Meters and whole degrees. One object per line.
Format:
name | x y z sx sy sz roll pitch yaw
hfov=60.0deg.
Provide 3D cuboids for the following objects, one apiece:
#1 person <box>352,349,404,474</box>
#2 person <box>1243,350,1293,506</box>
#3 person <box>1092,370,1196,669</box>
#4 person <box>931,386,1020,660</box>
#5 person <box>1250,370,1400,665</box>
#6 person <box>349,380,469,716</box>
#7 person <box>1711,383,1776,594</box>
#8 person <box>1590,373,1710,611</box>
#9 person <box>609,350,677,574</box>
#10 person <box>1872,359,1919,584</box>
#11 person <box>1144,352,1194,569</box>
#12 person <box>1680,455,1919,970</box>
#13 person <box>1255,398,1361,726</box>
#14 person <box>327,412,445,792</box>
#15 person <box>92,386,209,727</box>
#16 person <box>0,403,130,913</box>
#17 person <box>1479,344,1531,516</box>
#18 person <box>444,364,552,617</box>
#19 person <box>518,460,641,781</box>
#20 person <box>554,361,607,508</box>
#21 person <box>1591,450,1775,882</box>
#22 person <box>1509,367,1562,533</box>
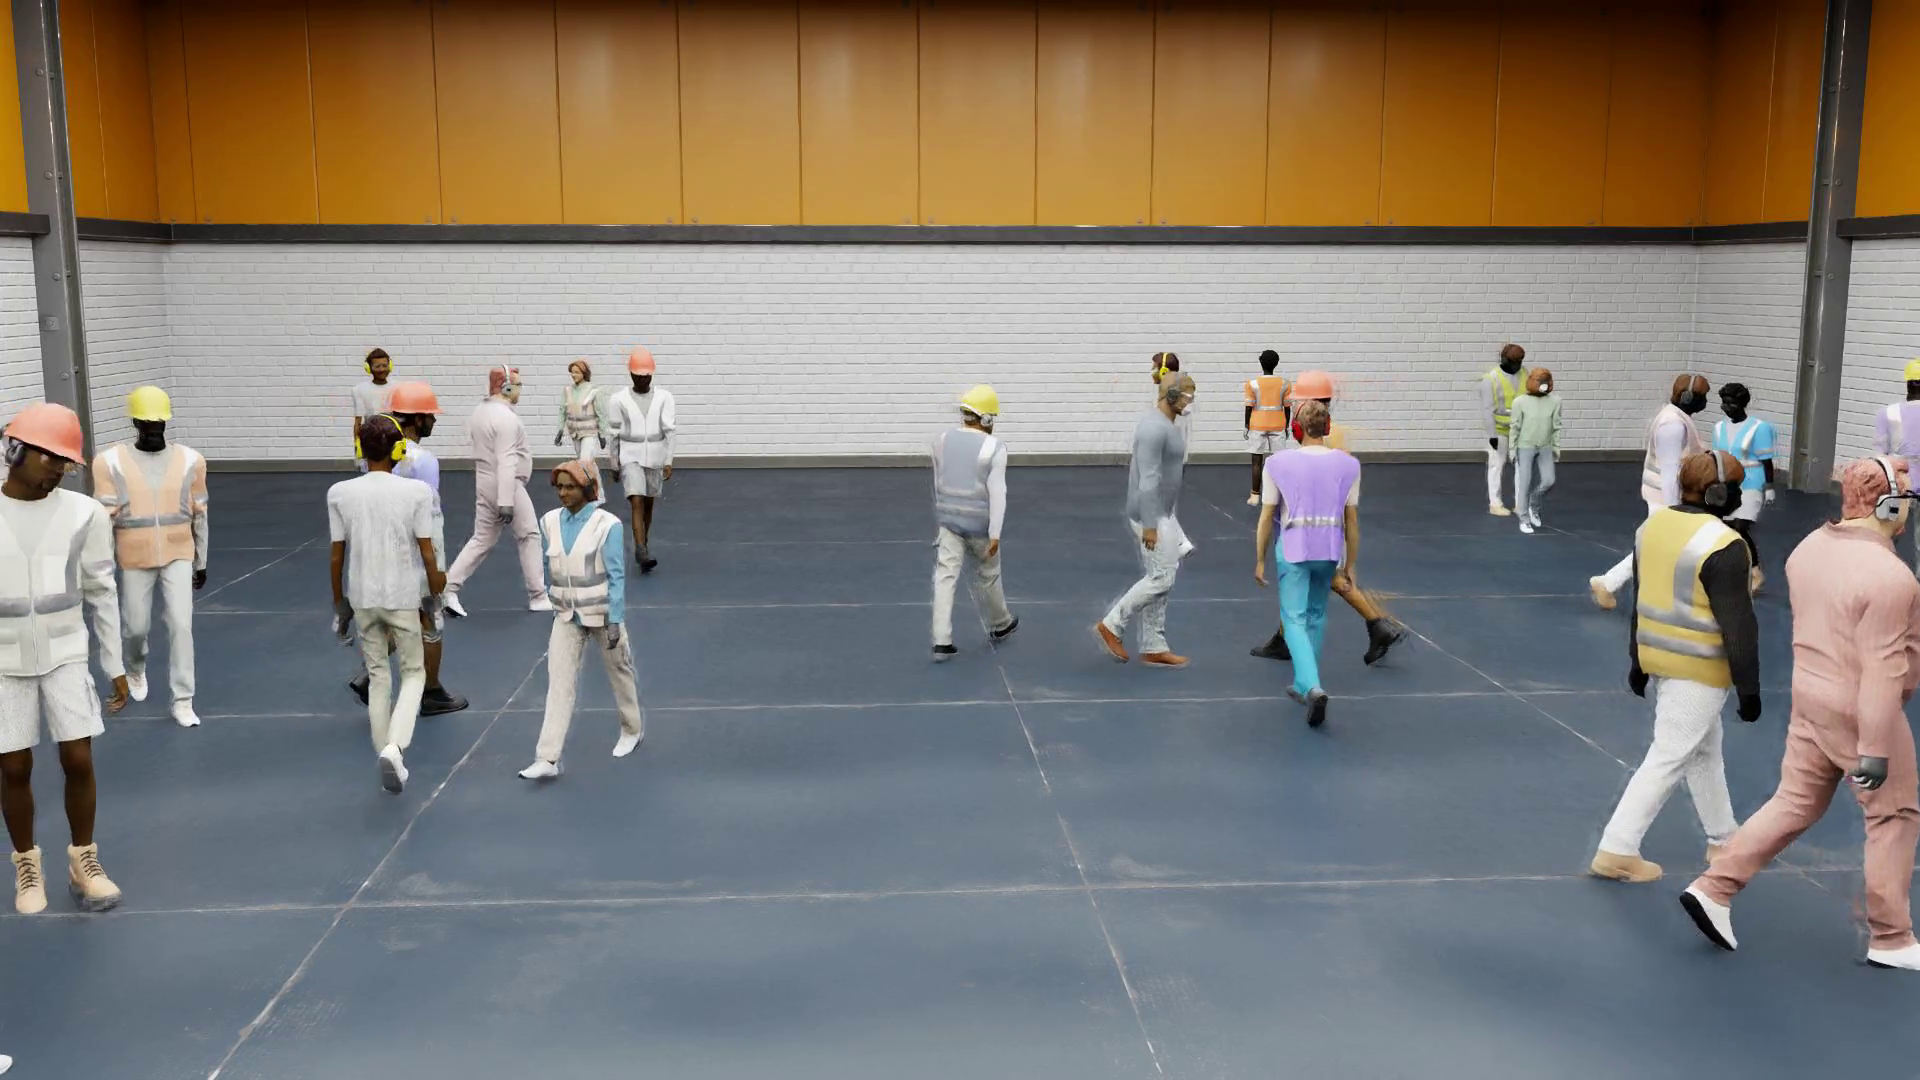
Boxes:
person | -5.140 -0.789 14.930 0.569 1.837 0.812 -6 11 -33
person | 3.328 -1.209 18.028 0.542 1.695 0.316 -1 9 -4
person | 1.203 -0.122 10.535 0.533 1.914 0.674 2 9 15
person | 0.087 -0.131 10.999 0.604 1.764 0.976 5 10 27
person | 2.346 -0.130 10.617 0.898 1.913 0.537 6 11 35
person | -3.092 0.070 9.305 0.556 1.919 0.557 7 12 38
person | 6.076 -0.393 12.969 0.422 1.663 0.558 -3 10 -20
person | 5.073 -0.311 12.074 0.781 1.813 0.669 5 10 28
person | -2.684 -0.672 14.117 0.535 1.864 1.083 -4 10 -22
person | 7.172 -0.424 12.545 0.612 1.869 1.006 3 9 16
person | 1.730 -0.661 14.095 0.389 1.852 0.559 4 10 21
person | 3.126 0.628 5.987 0.896 1.892 0.656 0 9 -3
person | 1.978 0.111 9.393 0.571 1.816 0.866 -1 9 -9
person | -2.735 0.327 7.929 0.541 1.844 0.530 -1 9 -5
person | -4.553 0.071 9.390 0.590 1.901 0.808 -6 11 -32
person | -3.616 0.492 6.499 0.646 2.016 0.405 -7 11 -37
person | 5.662 -1.118 17.138 0.669 1.803 0.628 -2 9 -15
person | -3.414 -0.354 12.181 0.956 1.866 0.650 -7 11 -38
person | -1.883 0.386 8.365 0.533 1.578 0.908 4 10 21
person | -4.006 -1.089 17.577 0.513 1.595 0.863 5 10 29
person | 3.027 0.522 6.865 0.883 1.801 0.637 -1 9 -7
person | 5.573 -0.868 16.098 0.524 1.618 0.363 0 9 -3
